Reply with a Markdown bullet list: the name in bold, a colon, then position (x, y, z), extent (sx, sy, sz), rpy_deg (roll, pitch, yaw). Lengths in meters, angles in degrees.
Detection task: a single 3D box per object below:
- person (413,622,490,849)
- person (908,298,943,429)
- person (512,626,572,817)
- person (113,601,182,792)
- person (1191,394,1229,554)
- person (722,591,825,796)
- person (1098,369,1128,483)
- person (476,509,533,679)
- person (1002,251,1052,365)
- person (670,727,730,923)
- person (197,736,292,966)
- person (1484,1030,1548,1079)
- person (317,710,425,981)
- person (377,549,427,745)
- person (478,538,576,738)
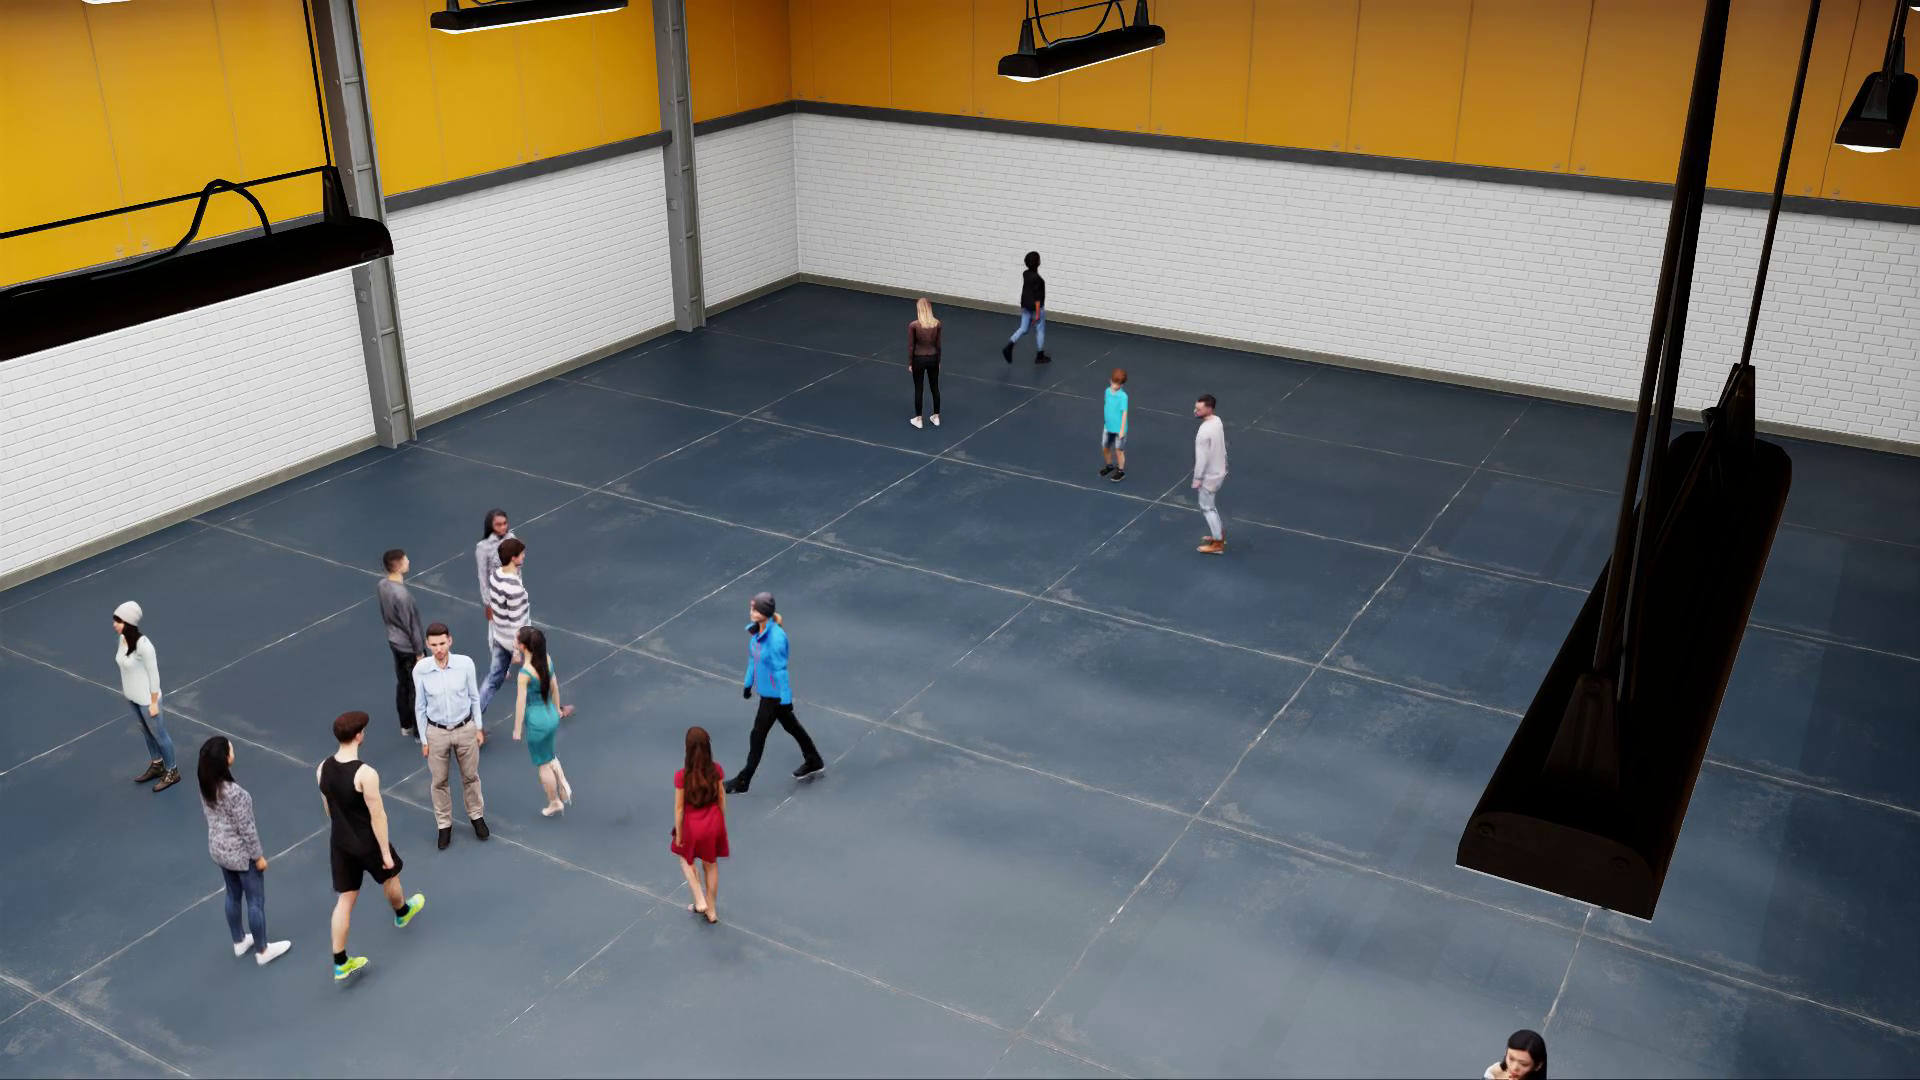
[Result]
- **person**: position (-3.920, 1.469, 12.814), extent (0.733, 1.847, 0.807), rpy_deg (-8, 25, -19)
- **person**: position (-0.450, -2.309, 21.643), extent (0.656, 1.700, 0.735), rpy_deg (-8, 25, -19)
- **person**: position (-3.213, 1.456, 13.059), extent (0.697, 1.676, 0.569), rpy_deg (7, 24, 15)
- **person**: position (-6.656, 1.256, 13.554), extent (0.581, 1.645, 0.522), rpy_deg (16, 28, 32)
- **person**: position (2.738, -0.700, 17.833), extent (0.799, 1.802, 0.599), rpy_deg (15, 28, 31)
- **person**: position (-1.428, 1.238, 13.472), extent (1.250, 1.744, 1.094), rpy_deg (-10, 26, -22)
- **person**: position (1.879, -1.389, 19.884), extent (0.645, 1.422, 0.616), rpy_deg (-15, 28, -31)
- **person**: position (-4.235, 0.499, 15.223), extent (1.002, 1.695, 0.894), rpy_deg (-18, 29, -35)
- **person**: position (0.967, -3.293, 23.923), extent (1.114, 1.675, 0.834), rpy_deg (-17, 29, -33)
- **person**: position (-1.825, 2.065, 11.834), extent (0.702, 1.541, 0.761), rpy_deg (-11, 26, -25)
- **person**: position (-4.991, 2.133, 11.438), extent (0.610, 1.733, 0.543), rpy_deg (14, 27, 29)
- **person**: position (2.857, 3.297, 8.725), extent (0.695, 1.774, 0.687), rpy_deg (19, 30, 37)
- **person**: position (-4.157, 2.127, 11.332), extent (0.960, 1.830, 1.302), rpy_deg (6, 24, 14)
- **person**: position (-4.736, 0.898, 14.227), extent (0.665, 1.762, 0.605), rpy_deg (21, 31, 39)
- **person**: position (-3.908, 0.901, 14.186), extent (1.329, 1.789, 0.965), rpy_deg (-20, 30, -38)
